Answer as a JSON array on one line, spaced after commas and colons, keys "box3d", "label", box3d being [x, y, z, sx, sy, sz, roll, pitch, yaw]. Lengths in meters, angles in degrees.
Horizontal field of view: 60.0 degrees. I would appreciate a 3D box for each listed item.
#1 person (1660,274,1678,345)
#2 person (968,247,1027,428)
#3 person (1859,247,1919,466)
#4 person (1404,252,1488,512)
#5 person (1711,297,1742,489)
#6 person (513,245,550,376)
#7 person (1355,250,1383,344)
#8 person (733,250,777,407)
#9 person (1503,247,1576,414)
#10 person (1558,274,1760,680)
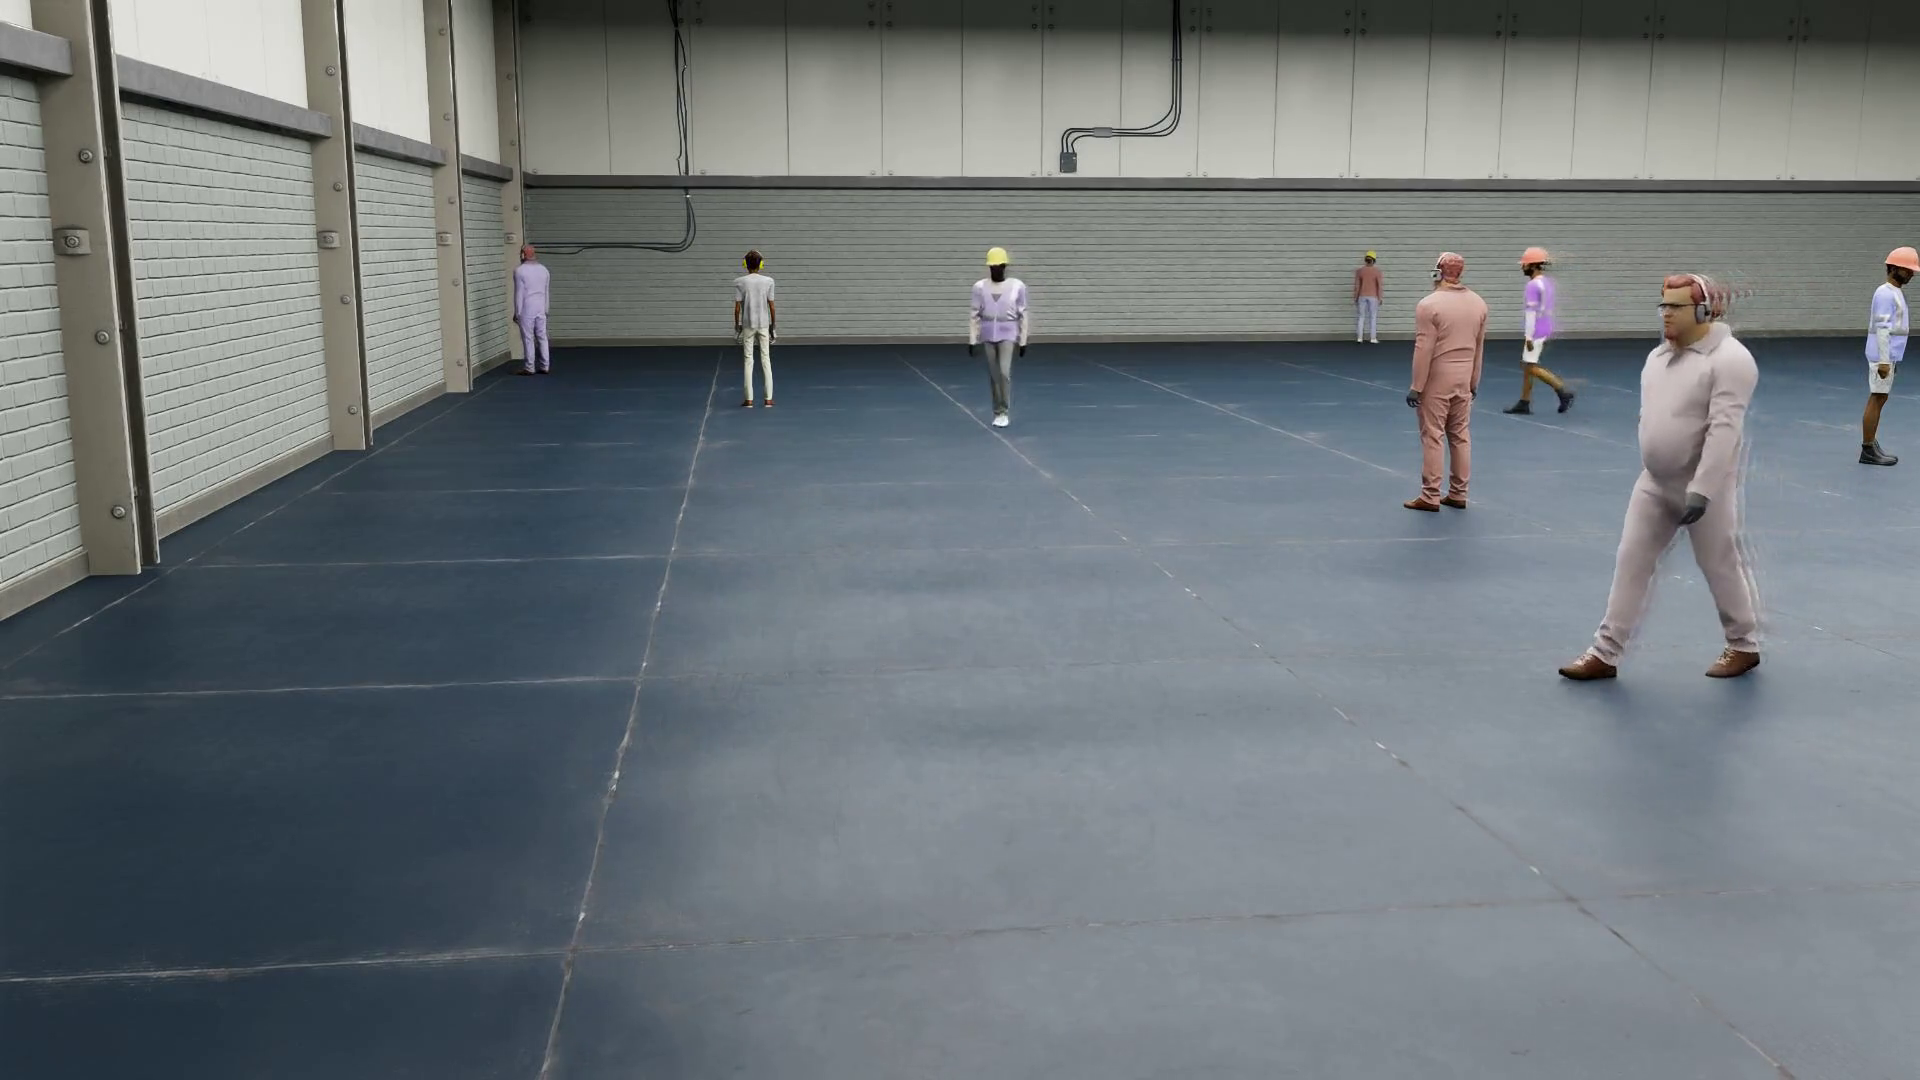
[{"box3d": [7.858, -2.086, 18.172, 0.511, 1.616, 0.519, -8, 13, -39], "label": "person"}, {"box3d": [0.378, -2.140, 17.663, 0.603, 1.900, 0.660, 3, 11, 17], "label": "person"}, {"box3d": [8.287, -1.632, 14.831, 0.374, 1.928, 0.542, 7, 12, 34], "label": "person"}, {"box3d": [3.570, -1.164, 12.325, 0.652, 1.906, 0.405, -5, 12, -28], "label": "person"}, {"box3d": [5.833, -1.146, 12.996, 0.516, 1.616, 0.566, -4, 11, -19], "label": "person"}, {"box3d": [-6.306, -3.364, 24.382, 0.403, 1.906, 0.651, 7, 12, 33], "label": "person"}, {"box3d": [7.785, -4.620, 31.660, 0.533, 1.765, 0.330, 6, 12, 30], "label": "person"}, {"box3d": [-2.436, -2.510, 19.800, 0.509, 1.872, 0.328, -2, 11, -13], "label": "person"}, {"box3d": [6.583, -2.339, 18.766, 0.749, 1.917, 0.552, 7, 12, 34], "label": "person"}, {"box3d": [3.281, -0.265, 7.547, 0.987, 1.859, 0.646, -4, 11, -22], "label": "person"}]
